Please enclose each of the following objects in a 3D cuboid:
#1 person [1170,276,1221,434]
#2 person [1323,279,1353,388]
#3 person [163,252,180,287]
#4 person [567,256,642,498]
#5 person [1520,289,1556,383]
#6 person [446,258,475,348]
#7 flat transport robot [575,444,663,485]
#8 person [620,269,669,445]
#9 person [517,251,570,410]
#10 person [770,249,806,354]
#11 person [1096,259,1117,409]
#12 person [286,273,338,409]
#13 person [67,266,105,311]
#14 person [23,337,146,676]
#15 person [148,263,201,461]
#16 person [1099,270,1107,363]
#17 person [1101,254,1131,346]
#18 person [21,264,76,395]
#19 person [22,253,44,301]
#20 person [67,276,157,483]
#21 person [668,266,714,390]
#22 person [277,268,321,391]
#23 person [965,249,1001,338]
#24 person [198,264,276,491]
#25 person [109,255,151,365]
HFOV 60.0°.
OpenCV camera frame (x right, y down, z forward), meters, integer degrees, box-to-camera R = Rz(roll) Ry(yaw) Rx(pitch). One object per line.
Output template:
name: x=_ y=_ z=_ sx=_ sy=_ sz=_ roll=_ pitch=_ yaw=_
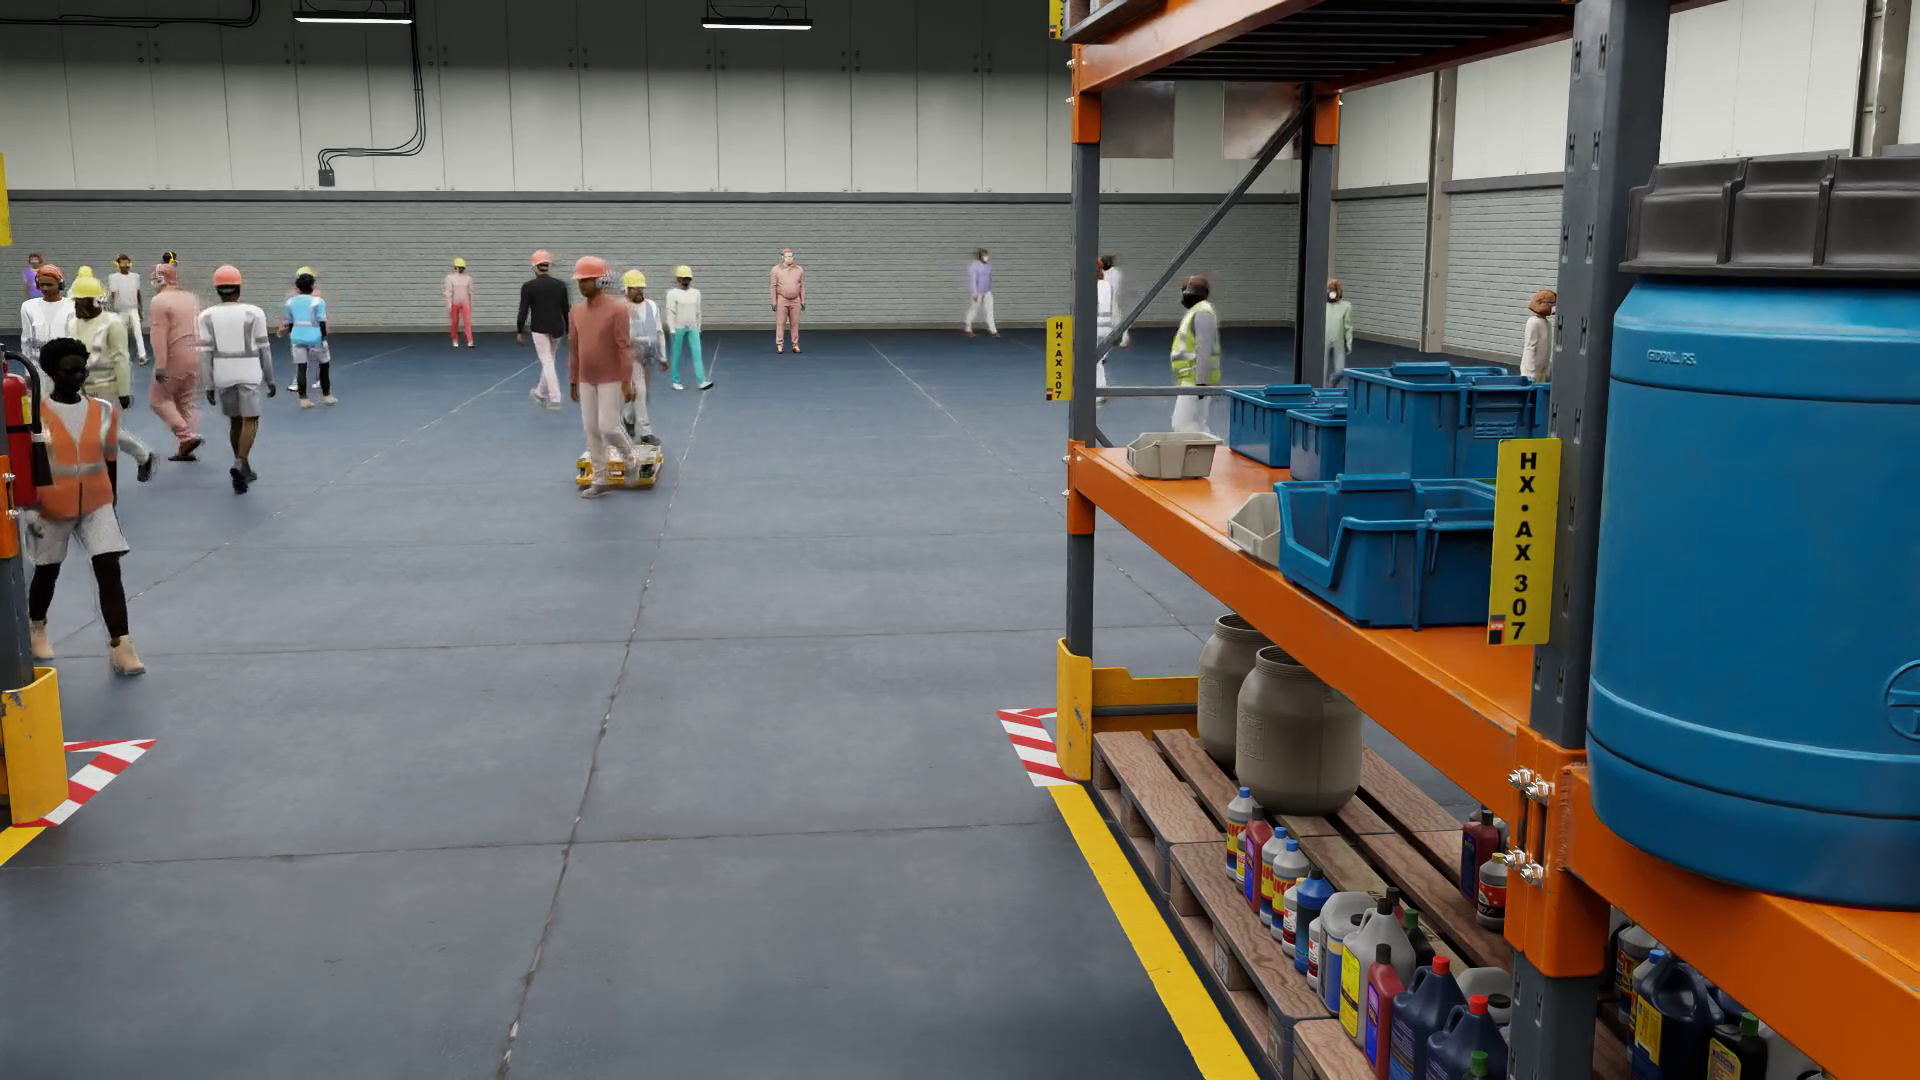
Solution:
person: x=2.008 y=-1.340 z=14.203 sx=0.435 sy=1.803 sz=0.720 roll=1 pitch=10 yaw=7
person: x=4.541 y=-2.379 z=20.340 sx=0.528 sy=1.619 sz=0.356 roll=1 pitch=10 yaw=4
person: x=-13.835 y=-4.123 z=29.254 sx=0.532 sy=1.867 sz=0.319 roll=7 pitch=13 yaw=35
person: x=-2.928 y=-1.323 z=13.599 sx=0.641 sy=1.974 sz=0.507 roll=6 pitch=12 yaw=28
person: x=5.643 y=-1.630 z=16.270 sx=0.307 sy=1.626 sz=0.499 roll=9 pitch=14 yaw=40
person: x=-9.659 y=-4.571 z=32.131 sx=0.527 sy=1.721 sz=0.926 roll=-5 pitch=12 yaw=-26
flat transport robot: x=-3.006 y=-0.679 z=14.743 sx=0.652 sy=0.197 sz=1.431 roll=-1 pitch=10 yaw=-7
person: x=-3.369 y=-1.909 z=17.283 sx=0.843 sy=1.807 sz=0.586 roll=10 pitch=14 yaw=43
person: x=-5.225 y=-2.610 z=20.723 sx=0.651 sy=1.942 sz=0.995 roll=-9 pitch=14 yaw=-42
person: x=-3.142 y=-4.368 z=30.488 sx=0.654 sy=1.904 sz=0.406 roll=-4 pitch=11 yaw=-21
person: x=1.664 y=-2.570 z=20.720 sx=0.621 sy=1.869 sz=0.426 roll=-8 pitch=13 yaw=-36
person: x=-8.091 y=-2.489 z=20.797 sx=0.557 sy=1.668 sz=0.708 roll=1 pitch=10 yaw=7
person: x=-12.687 y=-3.129 z=24.217 sx=0.488 sy=1.715 sz=0.668 roll=-8 pitch=13 yaw=-36
person: x=-4.411 y=-0.179 z=8.202 sx=0.868 sy=1.659 sz=0.537 roll=9 pitch=14 yaw=41
person: x=-7.429 y=-1.665 z=15.752 sx=0.429 sy=1.879 sz=0.677 roll=2 pitch=10 yaw=10
person: x=2.365 y=-3.797 z=28.266 sx=0.530 sy=1.580 sz=0.950 roll=-1 pitch=10 yaw=-4
person: x=2.930 y=-4.637 z=32.273 sx=0.936 sy=1.805 sz=0.638 roll=-6 pitch=12 yaw=-29
person: x=-8.072 y=-1.511 z=14.881 sx=0.572 sy=1.887 sz=0.356 roll=-2 pitch=11 yaw=-11
person: x=-18.665 y=-4.914 z=33.768 sx=0.589 sy=1.807 sz=0.933 roll=-4 pitch=11 yaw=-22
person: x=-7.150 y=-1.294 z=13.915 sx=0.598 sy=1.818 sz=0.580 roll=5 pitch=11 yaw=25
person: x=-3.757 y=-2.914 z=23.007 sx=0.546 sy=1.727 sz=0.875 roll=-7 pitch=13 yaw=-35
person: x=-9.160 y=-2.949 z=23.268 sx=0.542 sy=1.708 sz=0.955 roll=3 pitch=11 yaw=18
person: x=0.445 y=-5.221 z=35.233 sx=0.651 sy=1.890 sz=1.034 roll=-9 pitch=14 yaw=-41
person: x=-6.155 y=-1.380 z=14.122 sx=0.544 sy=1.906 sz=0.893 roll=-1 pitch=10 yaw=-7
person: x=-13.751 y=-3.788 z=27.518 sx=0.562 sy=1.820 sz=0.946 roll=-10 pitch=14 yaw=-42
